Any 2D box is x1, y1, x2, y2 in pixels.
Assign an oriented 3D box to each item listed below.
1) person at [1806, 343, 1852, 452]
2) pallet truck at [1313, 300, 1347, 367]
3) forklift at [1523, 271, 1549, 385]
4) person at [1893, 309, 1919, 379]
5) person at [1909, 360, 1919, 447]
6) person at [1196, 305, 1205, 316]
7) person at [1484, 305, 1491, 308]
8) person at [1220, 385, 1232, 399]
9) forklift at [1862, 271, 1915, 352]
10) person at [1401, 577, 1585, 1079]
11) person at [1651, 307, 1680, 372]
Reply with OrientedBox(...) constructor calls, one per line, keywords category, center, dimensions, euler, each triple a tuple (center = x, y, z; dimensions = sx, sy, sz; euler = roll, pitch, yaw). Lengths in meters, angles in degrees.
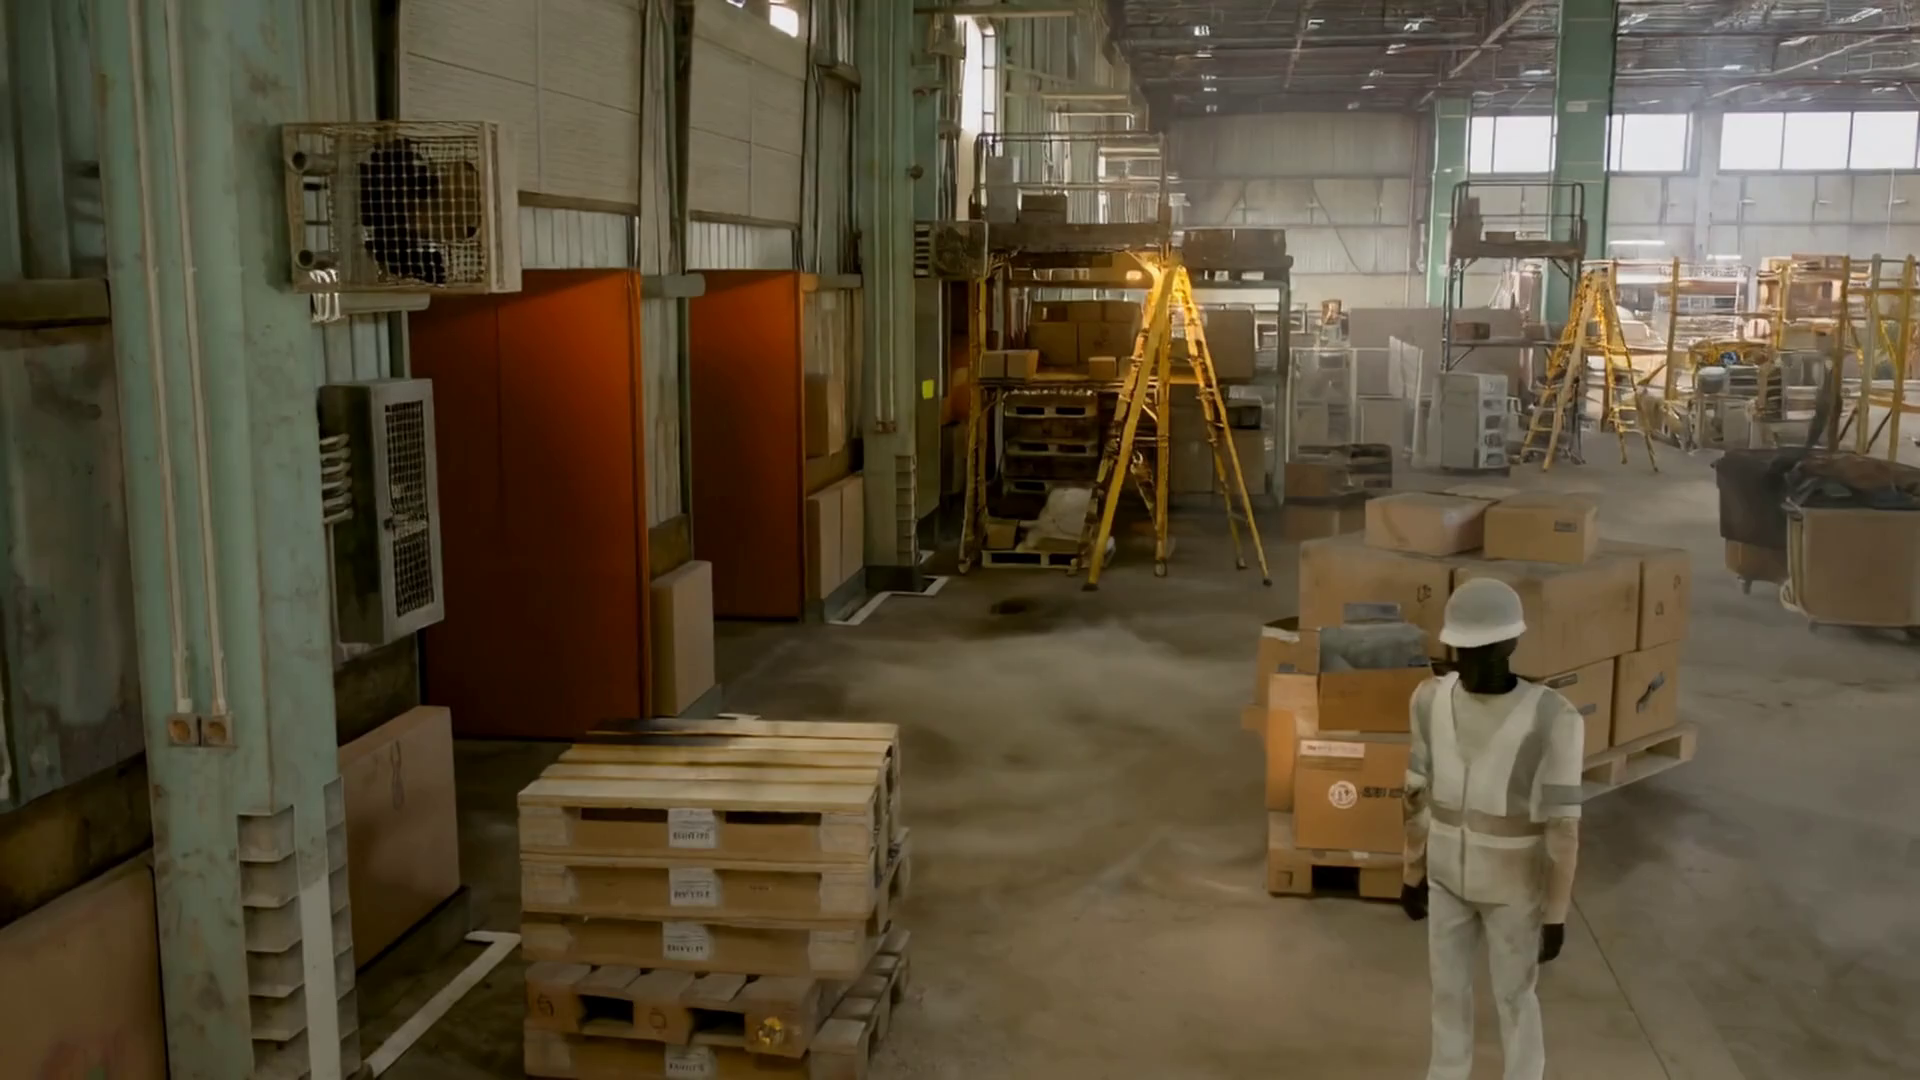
OrientedBox(category="person", center=(12.363, -1.889, 23.681), dimensions=(0.665, 1.820, 0.532), euler=(-8, 12, -40))
OrientedBox(category="pallet truck", center=(11.159, -6.200, 49.718), dimensions=(0.823, 1.965, 1.885), euler=(4, 10, 26))
OrientedBox(category="forklift", center=(14.663, -5.273, 41.289), dimensions=(1.129, 2.768, 1.873), euler=(3, 10, 16))
OrientedBox(category="person", center=(22.570, -4.535, 39.642), dimensions=(0.551, 1.932, 0.377), euler=(7, 12, 37))
OrientedBox(category="person", center=(15.642, -2.365, 26.873), dimensions=(0.485, 1.738, 0.320), euler=(-4, 10, -25))
OrientedBox(category="person", center=(6.406, -5.331, 44.578), dimensions=(0.544, 1.929, 0.386), euler=(-8, 12, -41))
OrientedBox(category="person", center=(15.181, -5.810, 47.751), dimensions=(0.606, 1.850, 0.869), euler=(-4, 10, -25))
OrientedBox(category="person", center=(5.616, -3.606, 34.849), dimensions=(0.315, 1.634, 0.517), euler=(-3, 10, -16))
OrientedBox(category="forklift", center=(26.971, -6.296, 47.597), dimensions=(1.873, 2.768, 1.129), euler=(4, 10, 26))
OrientedBox(category="person", center=(1.626, 1.059, 5.204), dimensions=(0.399, 1.918, 0.588), euler=(-9, 13, -43))
OrientedBox(category="person", center=(19.902, -5.638, 46.621), dimensions=(1.039, 1.888, 0.652), euler=(-1, 9, -4))
